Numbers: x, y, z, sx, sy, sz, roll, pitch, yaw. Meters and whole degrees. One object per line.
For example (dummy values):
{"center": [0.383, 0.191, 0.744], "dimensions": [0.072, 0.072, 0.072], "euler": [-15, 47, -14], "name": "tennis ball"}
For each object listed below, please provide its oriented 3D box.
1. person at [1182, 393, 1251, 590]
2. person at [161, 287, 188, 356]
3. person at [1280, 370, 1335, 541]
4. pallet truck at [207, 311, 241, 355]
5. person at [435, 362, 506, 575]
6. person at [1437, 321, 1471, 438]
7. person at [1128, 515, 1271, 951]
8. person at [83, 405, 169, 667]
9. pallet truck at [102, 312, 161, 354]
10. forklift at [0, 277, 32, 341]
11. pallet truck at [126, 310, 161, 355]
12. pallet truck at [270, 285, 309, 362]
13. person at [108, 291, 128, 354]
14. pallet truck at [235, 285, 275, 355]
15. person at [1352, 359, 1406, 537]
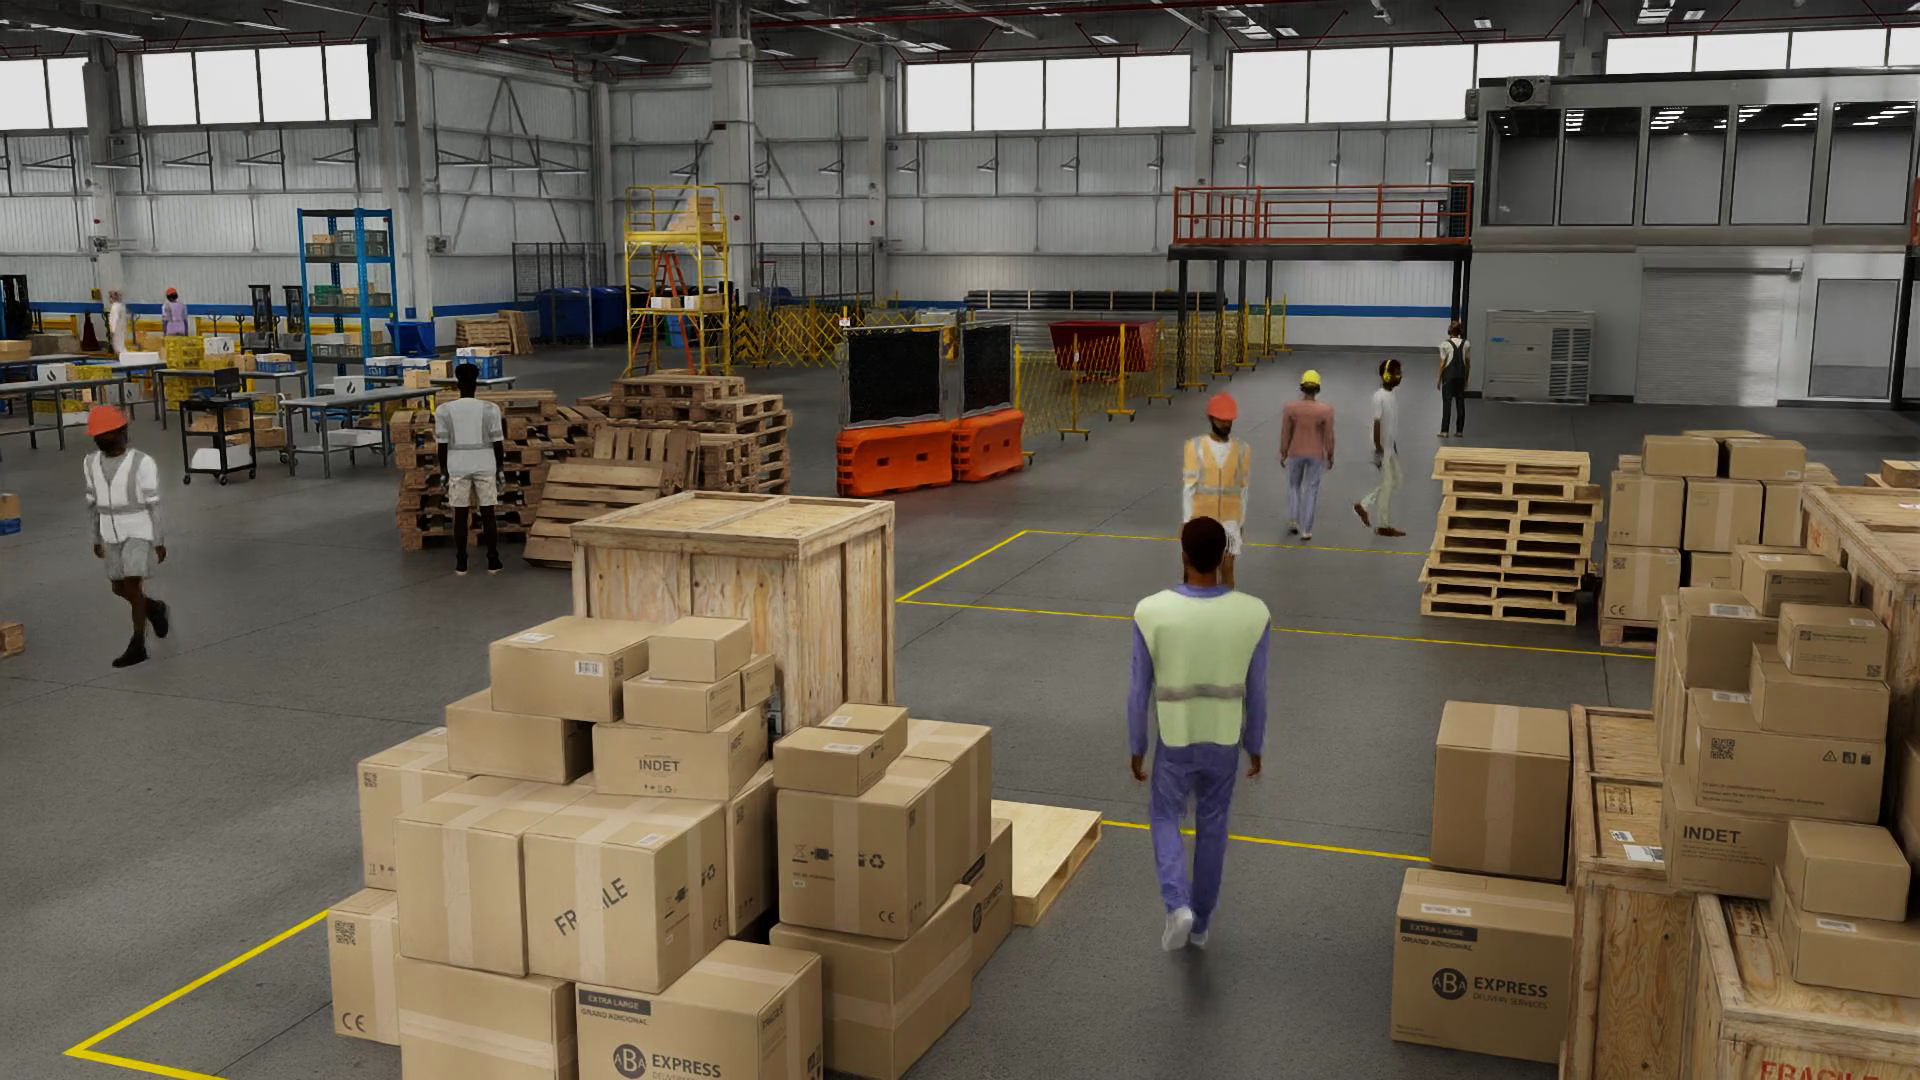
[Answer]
{"center": [1.984, -0.211, 13.013], "dimensions": [0.551, 1.911, 0.832], "euler": [0, 10, -2], "name": "person"}
{"center": [-18.533, -4.933, 39.250], "dimensions": [0.408, 2.034, 0.608], "euler": [7, 12, 36], "name": "person"}
{"center": [3.612, -0.886, 17.224], "dimensions": [0.548, 1.747, 0.590], "euler": [4, 11, 21], "name": "person"}
{"center": [-19.537, -5.575, 44.913], "dimensions": [0.653, 1.274, 1.630], "euler": [3, 11, 19], "name": "pallet truck"}
{"center": [-4.493, -0.651, 15.314], "dimensions": [0.609, 1.965, 0.364], "euler": [-2, 10, -13], "name": "person"}
{"center": [7.784, -2.532, 26.252], "dimensions": [0.507, 1.846, 0.346], "euler": [-1, 10, -6], "name": "person"}
{"center": [1.015, 0.845, 7.069], "dimensions": [0.598, 1.901, 0.552], "euler": [0, 10, 1], "name": "person"}
{"center": [-6.069, -0.068, 12.220], "dimensions": [0.583, 1.906, 0.749], "euler": [1, 10, 8], "name": "person"}
{"center": [-23.057, -5.777, 46.261], "dimensions": [0.680, 1.201, 1.601], "euler": [3, 11, 19], "name": "pallet truck"}
{"center": [-27.151, -6.329, 46.328], "dimensions": [1.157, 1.987, 2.680], "euler": [3, 11, 17], "name": "forklift"}
{"center": [-22.038, -5.665, 45.457], "dimensions": [0.704, 1.261, 1.522], "euler": [3, 11, 17], "name": "pallet truck"}
{"center": [-17.147, -5.700, 43.663], "dimensions": [0.823, 1.965, 1.885], "euler": [3, 11, 17], "name": "pallet truck"}
{"center": [-20.959, -5.216, 41.226], "dimensions": [0.618, 1.886, 0.680], "euler": [-2, 10, -13], "name": "person"}
{"center": [-18.327, -5.835, 44.421], "dimensions": [0.823, 1.965, 1.885], "euler": [4, 11, 23], "name": "pallet truck"}
{"center": [4.421, -0.962, 17.365], "dimensions": [0.506, 1.860, 0.537], "euler": [6, 12, 29], "name": "person"}
